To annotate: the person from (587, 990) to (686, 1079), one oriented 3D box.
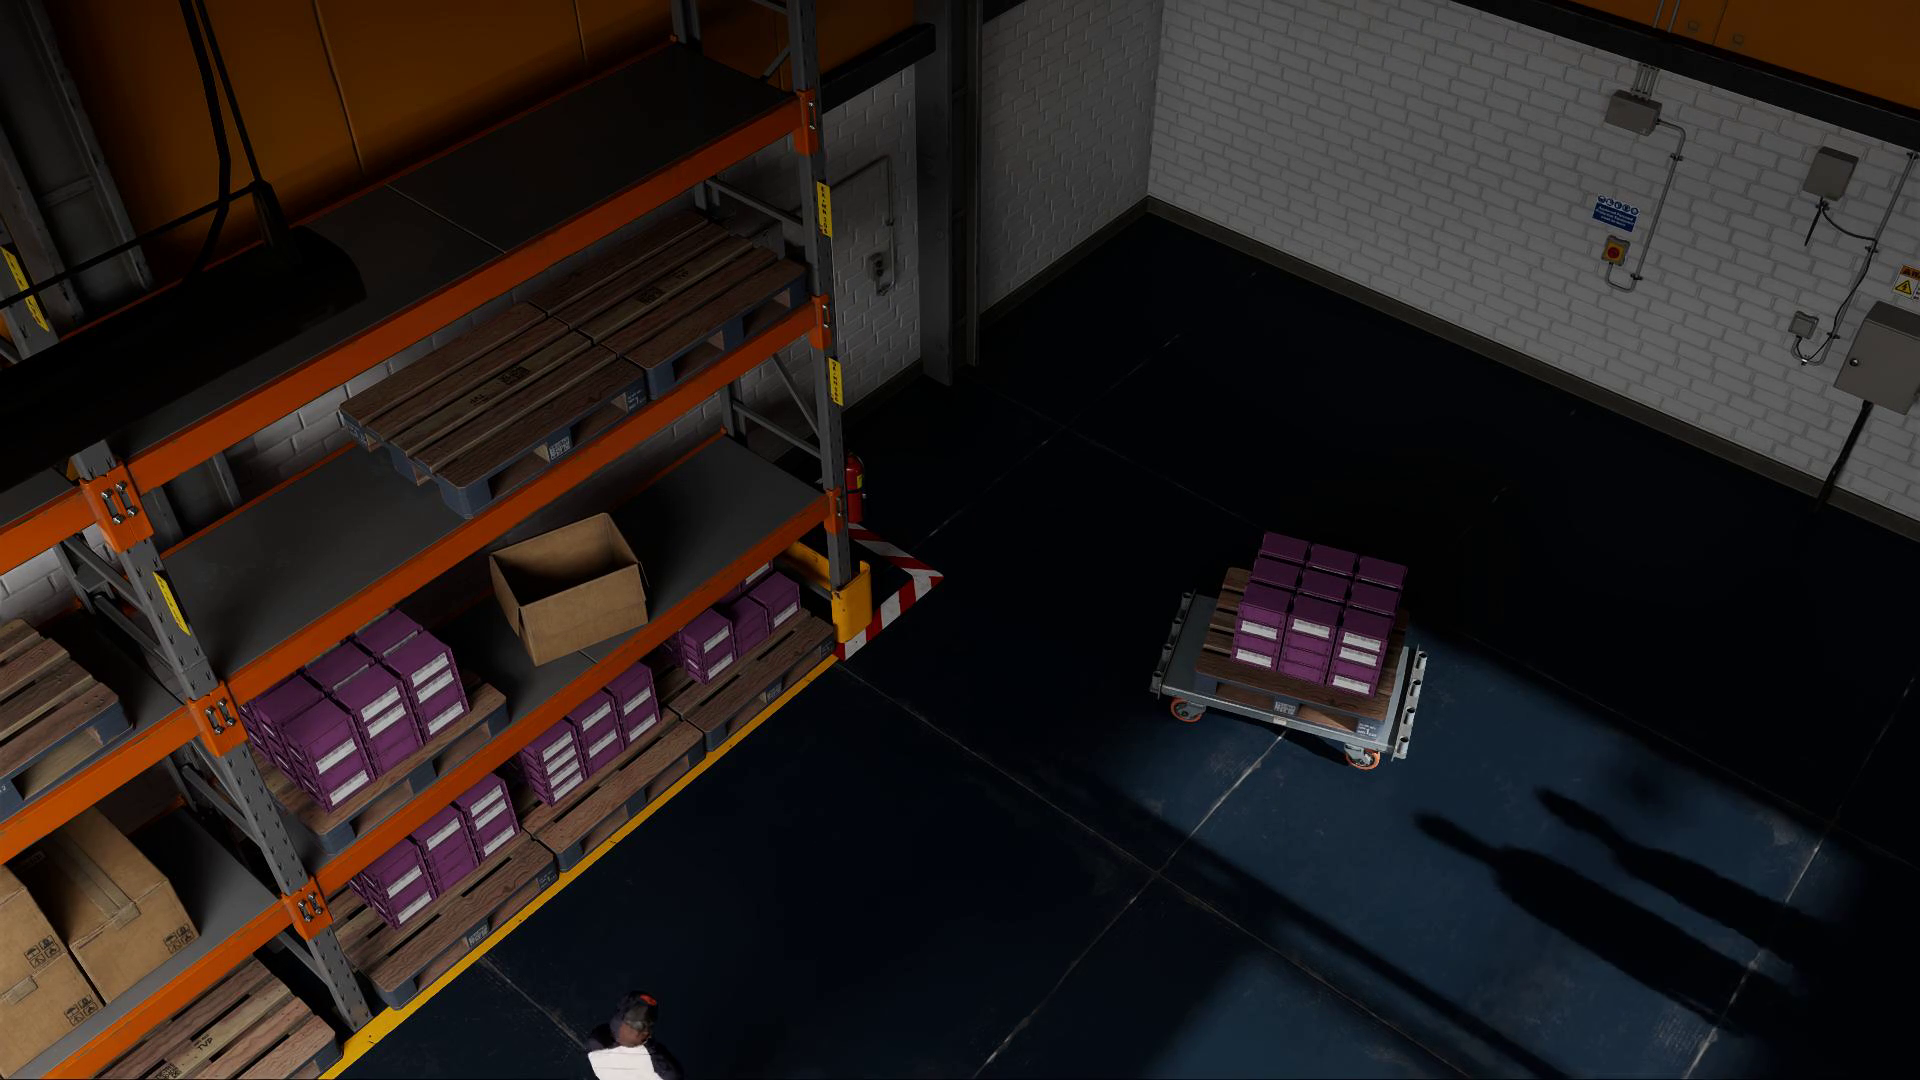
[{"bbox_3d":[-1.533,2.801,7.908,0.978,1.852,1.290,13,45,13],"label":"person"}]
